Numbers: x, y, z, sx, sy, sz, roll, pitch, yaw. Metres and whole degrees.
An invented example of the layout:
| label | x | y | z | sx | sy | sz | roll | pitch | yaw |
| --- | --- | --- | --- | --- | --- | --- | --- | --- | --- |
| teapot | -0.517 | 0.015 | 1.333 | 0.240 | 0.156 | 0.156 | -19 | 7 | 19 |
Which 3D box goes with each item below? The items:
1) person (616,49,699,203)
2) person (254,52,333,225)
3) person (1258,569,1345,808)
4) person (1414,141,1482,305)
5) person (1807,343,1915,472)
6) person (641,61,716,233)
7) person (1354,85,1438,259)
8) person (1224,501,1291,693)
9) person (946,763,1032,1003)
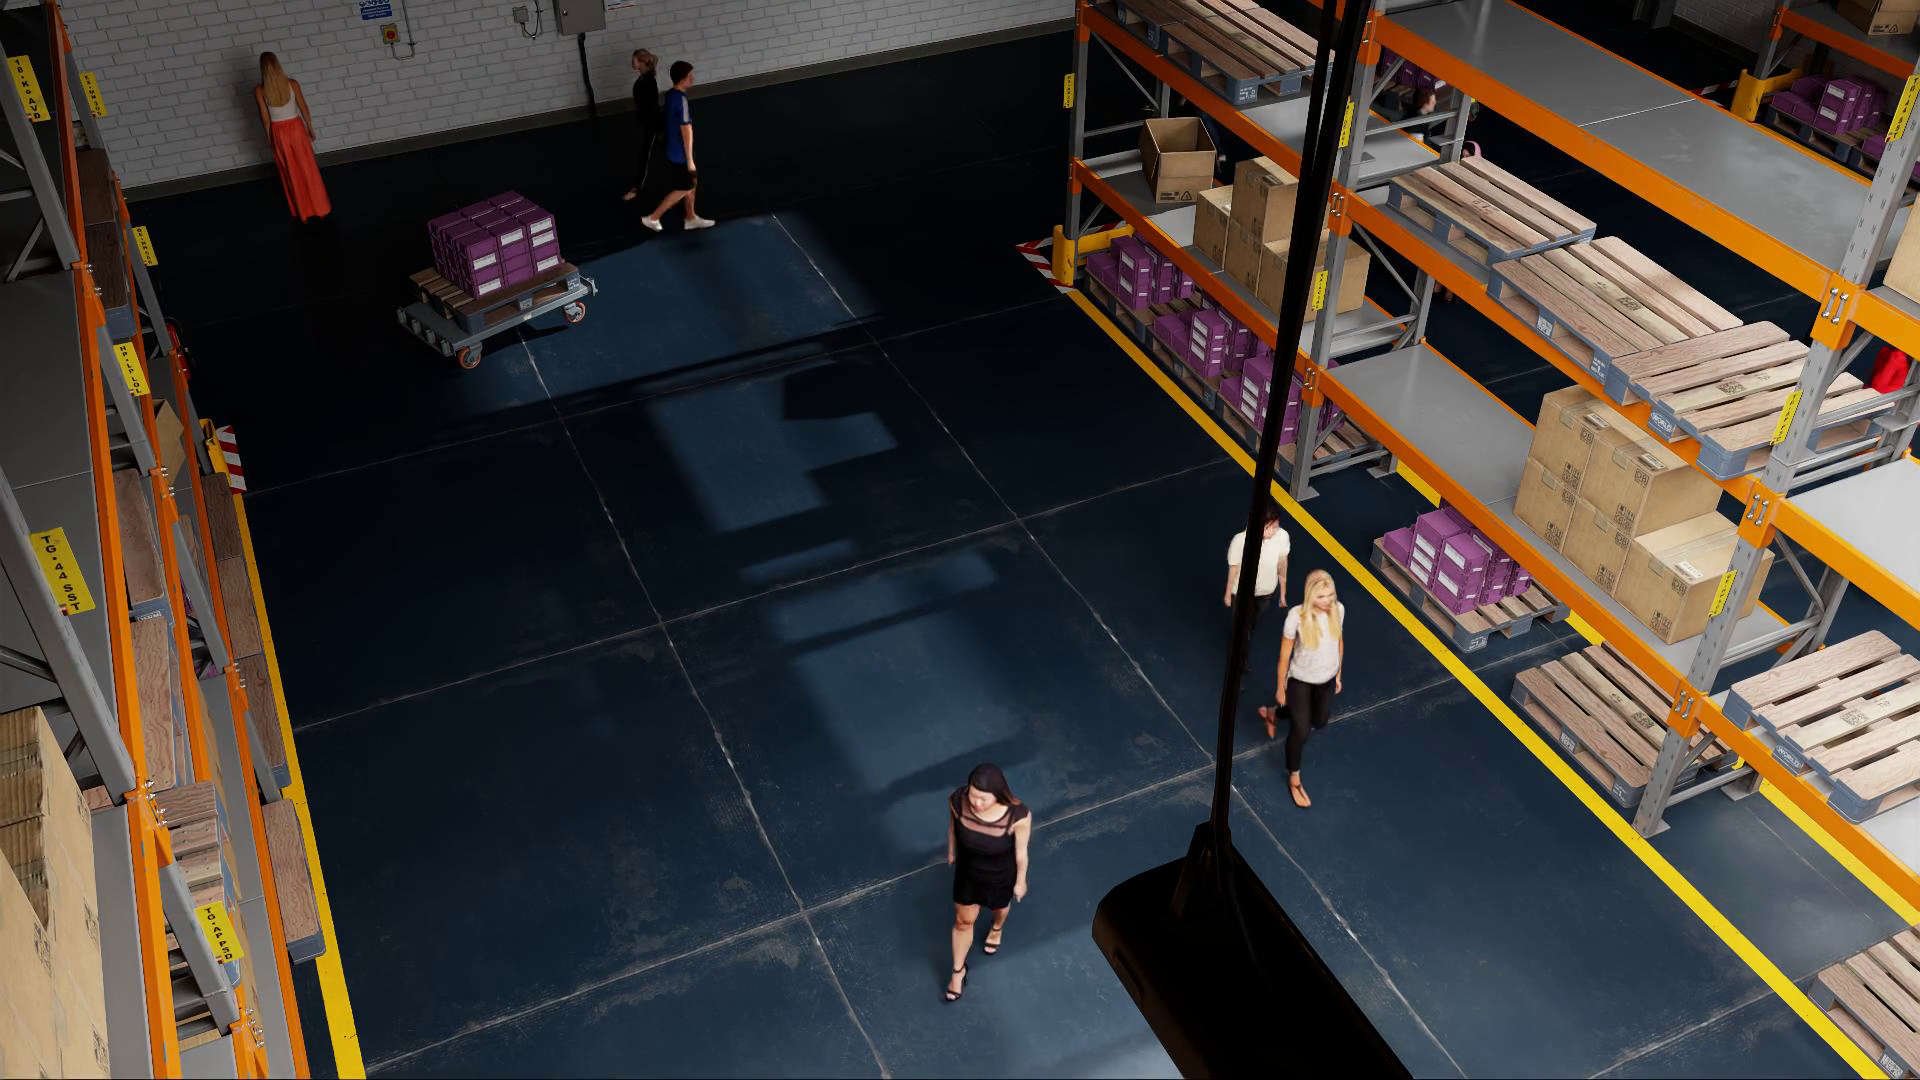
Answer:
| label | x | y | z | sx | sy | sz | roll | pitch | yaw |
| --- | --- | --- | --- | --- | --- | --- | --- | --- | --- |
| person | -3.094 | -4.274 | 17.309 | 0.877 | 1.653 | 1.087 | -7 | 39 | -9 |
| person | -6.840 | -4.102 | 16.975 | 0.630 | 1.802 | 0.589 | -14 | 41 | -17 |
| person | 2.196 | 0.863 | 10.752 | 0.646 | 1.810 | 0.942 | -18 | 42 | -21 |
| person | 4.679 | -3.020 | 15.752 | 0.733 | 1.637 | 0.826 | 20 | 43 | 23 |
| person | 7.388 | -0.981 | 13.161 | 1.196 | 1.685 | 0.886 | 32 | 48 | 34 |
| person | -2.886 | -3.873 | 16.665 | 0.764 | 1.831 | 0.960 | -16 | 41 | -19 |
| person | 4.320 | -3.546 | 16.266 | 0.991 | 1.818 | 1.058 | 2 | 39 | 2 |
| person | 2.009 | 0.312 | 11.630 | 0.629 | 1.574 | 0.638 | -15 | 41 | -18 |
| person | 0.182 | 1.842 | 9.620 | 0.955 | 1.692 | 1.023 | 11 | 40 | 13 |
